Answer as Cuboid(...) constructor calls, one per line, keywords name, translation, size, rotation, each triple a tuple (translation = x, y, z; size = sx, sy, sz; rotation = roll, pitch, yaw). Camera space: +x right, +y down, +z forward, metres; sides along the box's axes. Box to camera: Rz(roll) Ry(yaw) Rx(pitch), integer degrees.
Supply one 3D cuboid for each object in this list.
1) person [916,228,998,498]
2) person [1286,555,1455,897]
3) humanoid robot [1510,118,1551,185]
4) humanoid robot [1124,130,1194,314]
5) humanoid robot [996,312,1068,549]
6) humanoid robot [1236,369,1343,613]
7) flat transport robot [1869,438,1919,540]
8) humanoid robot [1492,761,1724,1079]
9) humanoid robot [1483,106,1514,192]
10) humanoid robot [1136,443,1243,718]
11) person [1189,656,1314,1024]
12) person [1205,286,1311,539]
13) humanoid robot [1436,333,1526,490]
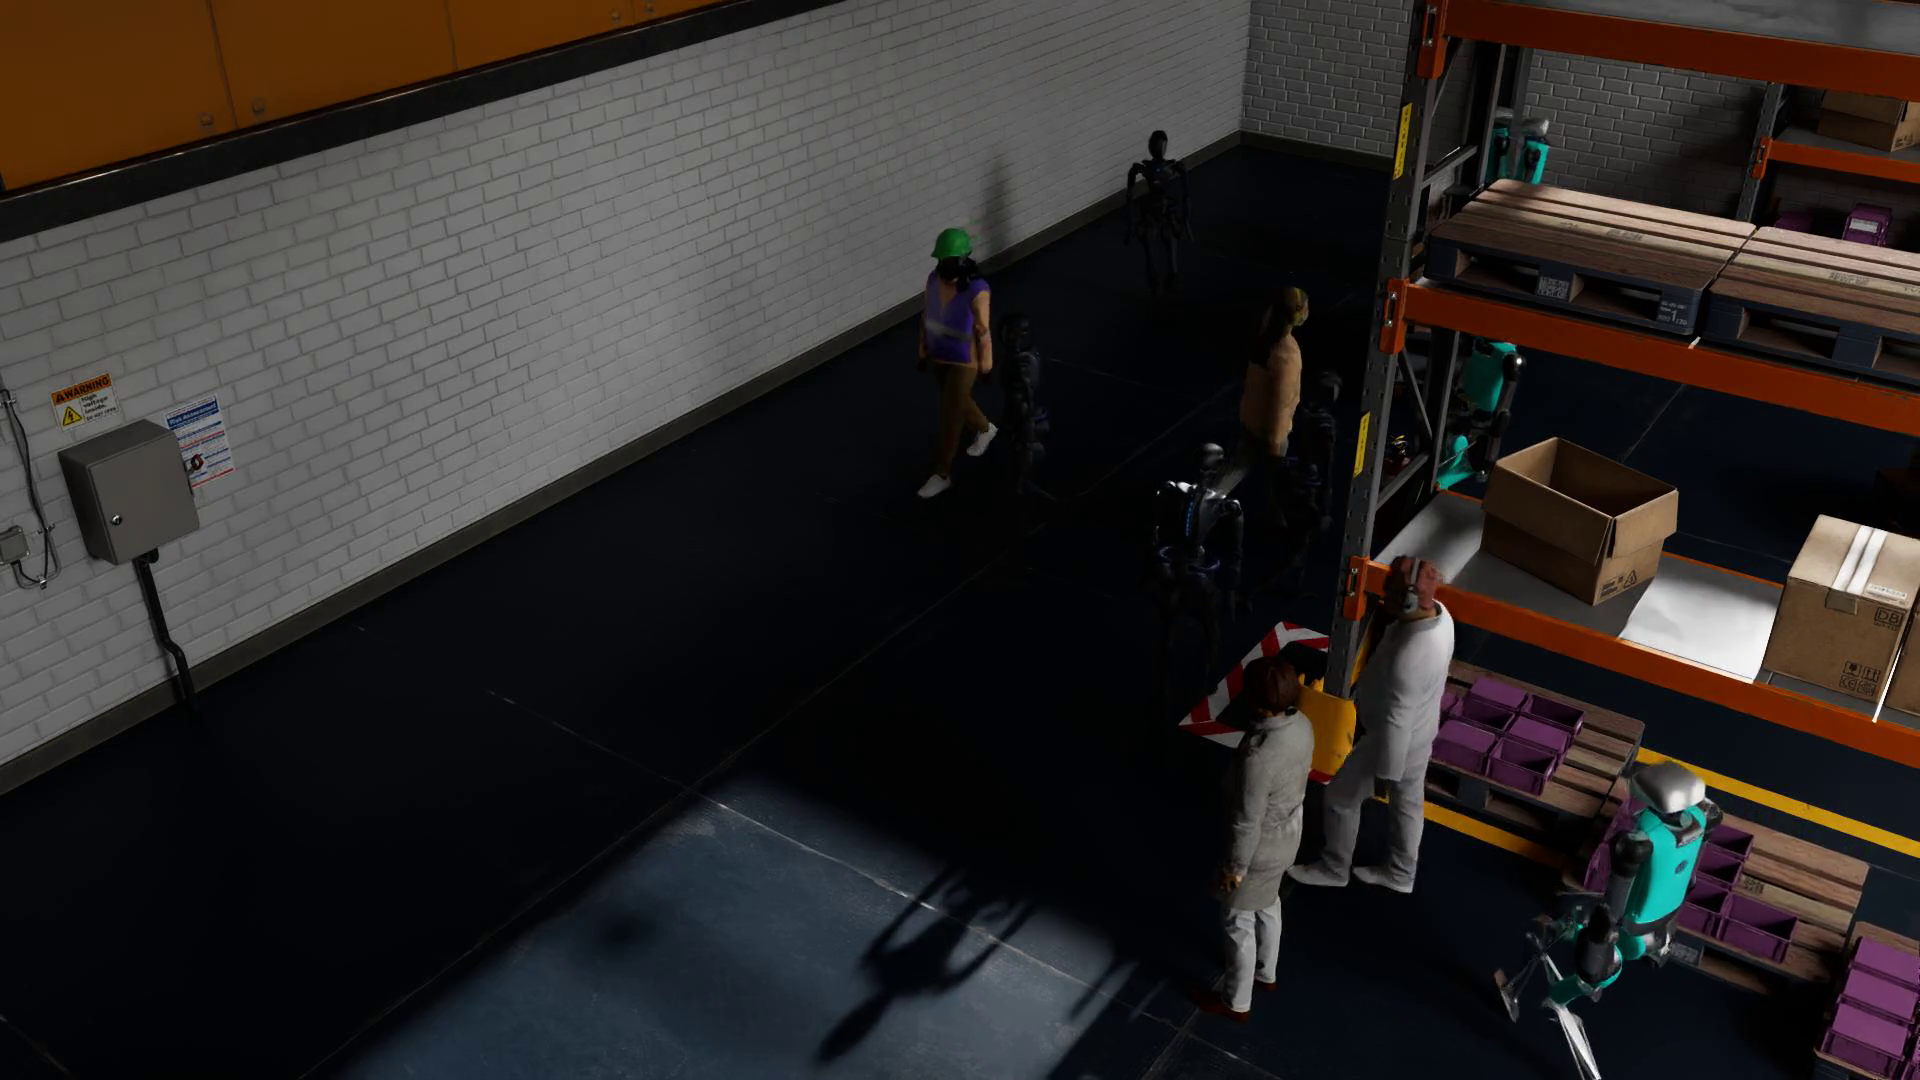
Cuboid(name="person", translation=(-0.010, -1.317, 11.701), size=(0.557, 1.894, 0.943), rotation=(24, 38, 35))
Cuboid(name="person", translation=(1.938, 0.885, 7.880), size=(0.727, 1.885, 0.671), rotation=(16, 34, 26))
Cuboid(name="humanoid robot", translation=(4.596, -2.745, 14.381), size=(0.728, 1.846, 0.538), rotation=(12, 32, 20))
Cuboid(name="humanoid robot", translation=(1.736, -2.760, 14.423), size=(0.606, 1.633, 0.385), rotation=(4, 30, 6))
Cuboid(name="humanoid robot", translation=(0.496, -0.713, 10.879), size=(0.535, 1.639, 0.611), rotation=(-6, 30, -10))
Cuboid(name="humanoid robot", translation=(2.013, -0.299, 10.174), size=(0.651, 1.634, 0.605), rotation=(-6, 30, -10))
Cuboid(name="flat transport robot", translation=(6.749, 0.066, 10.926), size=(1.431, 0.231, 0.659), rotation=(-2, 30, -4))
Cuboid(name="humanoid robot", translation=(2.561, 1.532, 6.942), size=(0.532, 1.772, 0.986), rotation=(-16, 34, -26))
Cuboid(name="humanoid robot", translation=(4.832, -2.886, 14.642), size=(0.678, 1.851, 0.534), rotation=(1, 30, 1))
Cuboid(name="humanoid robot", translation=(1.265, 0.222, 9.255), size=(0.611, 1.642, 0.426), rotation=(15, 33, 24))
Cuboid(name="person", translation=(1.293, 1.304, 7.224), size=(0.364, 1.823, 0.522), rotation=(19, 35, 29))
Cuboid(name="person", translation=(1.949, -0.801, 10.859), size=(0.878, 1.842, 0.596), rotation=(-8, 31, -13))
Cuboid(name="humanoid robot", translation=(3.131, -0.588, 10.589), size=(1.000, 1.737, 0.550), rotation=(-10, 31, -16))
